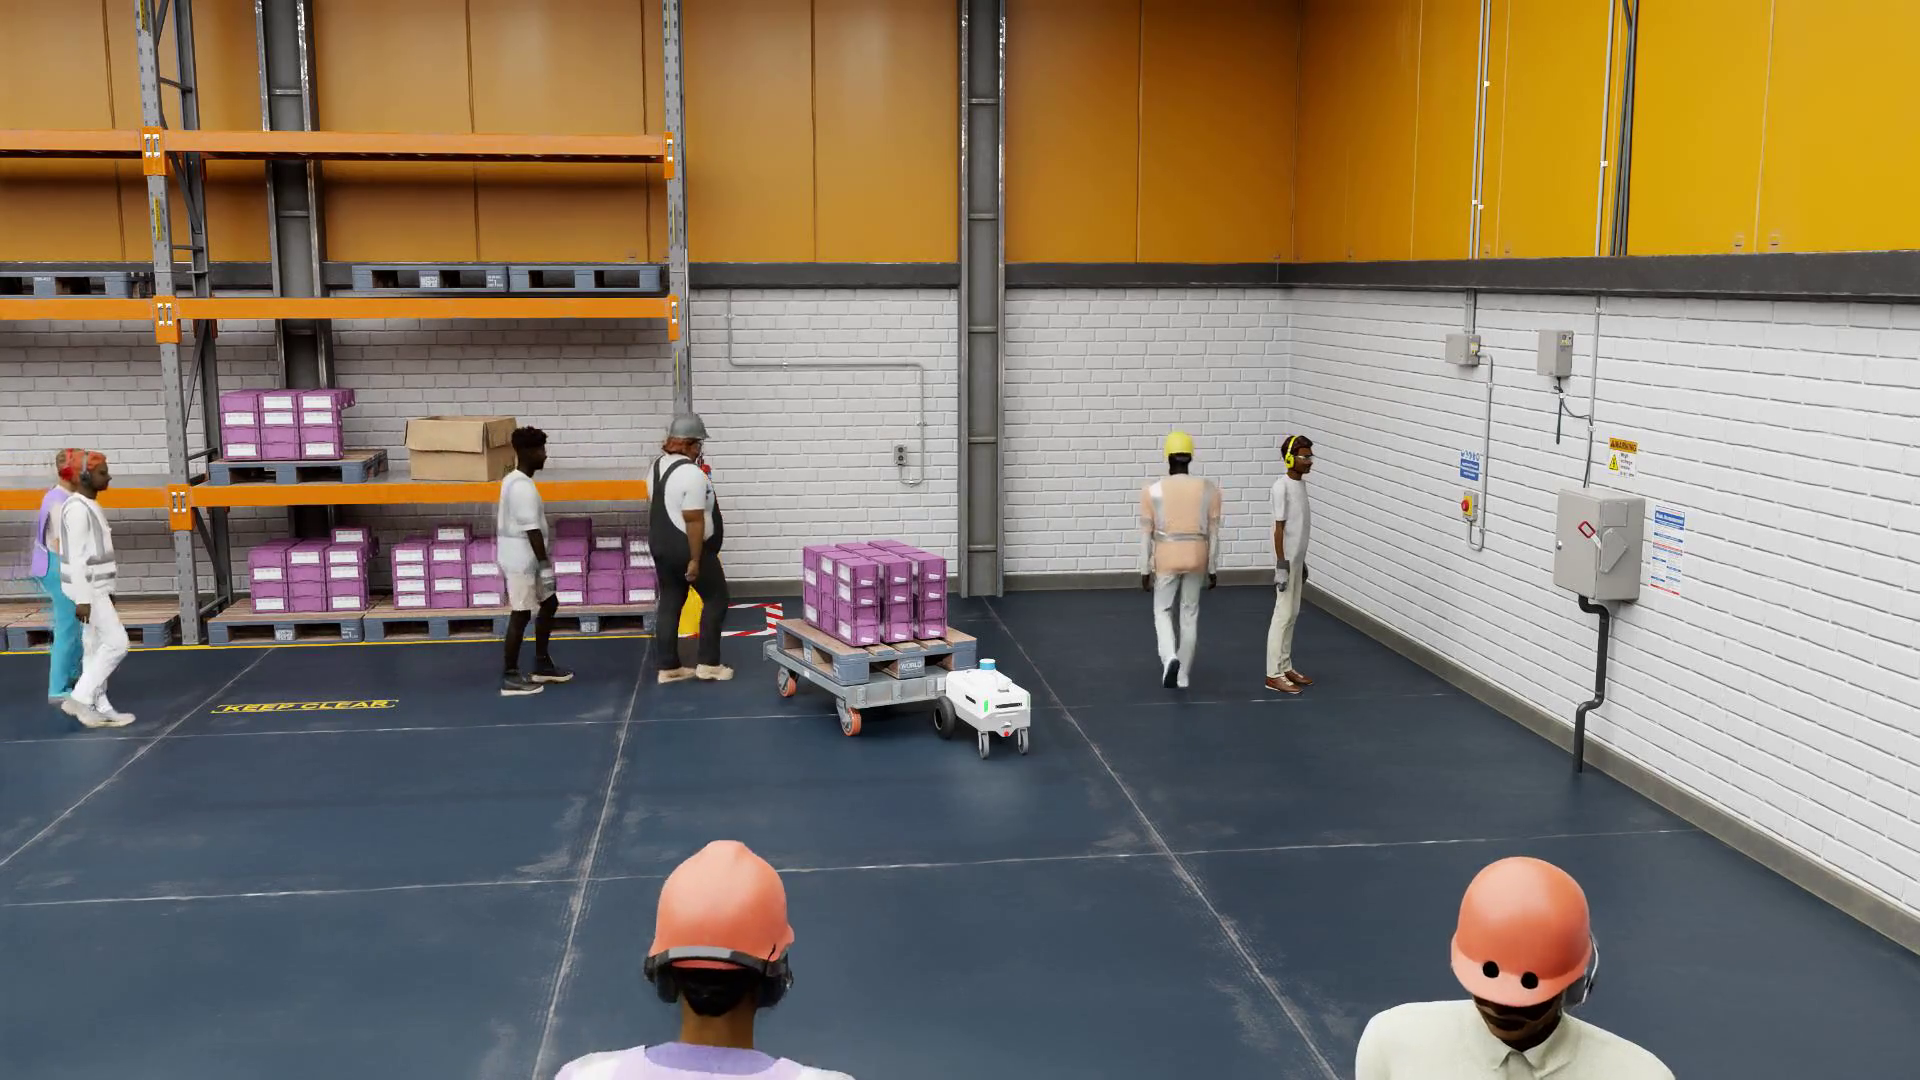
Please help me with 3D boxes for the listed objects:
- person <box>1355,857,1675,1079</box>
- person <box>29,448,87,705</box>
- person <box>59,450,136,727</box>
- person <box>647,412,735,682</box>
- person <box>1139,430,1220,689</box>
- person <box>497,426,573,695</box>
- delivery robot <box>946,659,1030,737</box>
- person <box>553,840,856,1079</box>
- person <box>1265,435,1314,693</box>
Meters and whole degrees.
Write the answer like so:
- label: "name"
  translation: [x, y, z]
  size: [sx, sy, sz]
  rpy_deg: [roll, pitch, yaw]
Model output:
- label: "person"
  translation: [1.011, 1.545, 3.152]
  size: [0.609, 1.985, 0.392]
  rpy_deg: [3, 10, 18]
- label: "person"
  translation: [-6.273, 0.259, 11.697]
  size: [0.458, 1.818, 0.647]
  rpy_deg: [-4, 10, -24]
- label: "person"
  translation: [-5.720, 0.339, 11.028]
  size: [0.411, 1.871, 0.612]
  rpy_deg: [-3, 10, -20]
- label: "person"
  translation: [-1.988, 0.044, 12.349]
  size: [0.658, 2.000, 0.689]
  rpy_deg: [-8, 12, -42]
- label: "person"
  translation: [1.588, 0.167, 12.008]
  size: [0.585, 1.910, 0.557]
  rpy_deg: [0, 9, -1]
- label: "person"
  translation: [-3.042, 0.147, 11.990]
  size: [0.691, 1.942, 0.619]
  rpy_deg: [-3, 10, -19]
- label: "delivery robot"
  translation: [0.176, 1.007, 10.664]
  size: [0.477, 0.478, 0.707]
  rpy_deg: [-3, 10, -21]
- label: "person"
  translation: [-0.415, 1.529, 3.135]
  size: [0.647, 2.016, 0.792]
  rpy_deg: [1, 9, 8]
- label: "person"
  translation: [2.425, 0.167, 12.116]
  size: [0.313, 1.869, 0.538]
  rpy_deg: [5, 10, 28]
